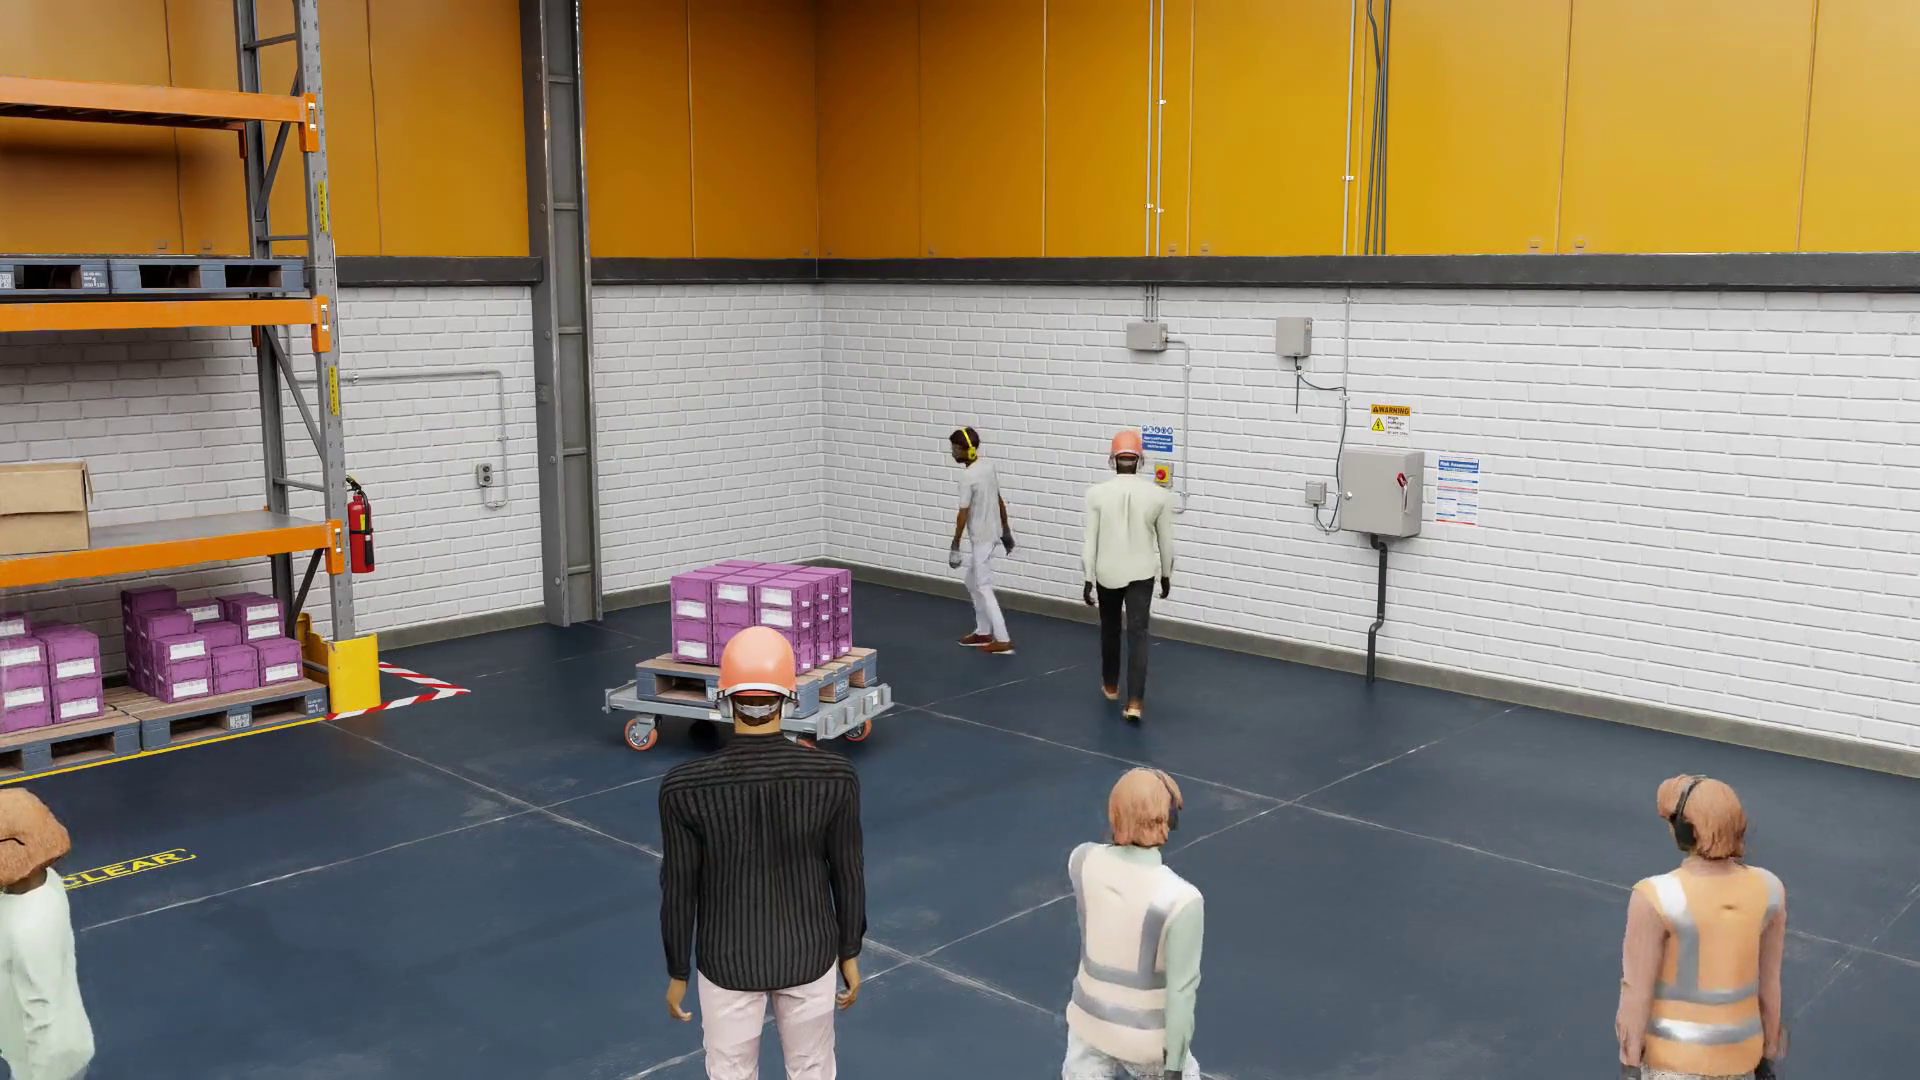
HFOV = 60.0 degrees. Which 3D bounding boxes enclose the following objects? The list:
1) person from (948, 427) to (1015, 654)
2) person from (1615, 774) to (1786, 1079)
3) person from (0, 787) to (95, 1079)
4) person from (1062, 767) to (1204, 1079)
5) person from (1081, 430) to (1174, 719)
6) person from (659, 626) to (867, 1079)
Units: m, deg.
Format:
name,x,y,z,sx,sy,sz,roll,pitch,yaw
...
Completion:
name,x,y,z,sx,sy,sz,roll,pitch,yaw
person,0.134,0.009,13.051,0.604,1.814,0.610,4,10,22
person,2.124,1.478,4.681,0.525,1.611,0.716,-3,10,-17
person,-2.527,1.467,4.712,0.608,1.616,0.513,-5,11,-28
person,0.506,1.452,4.925,0.498,1.587,0.858,8,12,41
person,1.151,0.222,11.380,0.641,1.944,1.040,0,9,1
person,-0.582,1.240,4.959,0.609,1.995,0.378,-2,10,-13
